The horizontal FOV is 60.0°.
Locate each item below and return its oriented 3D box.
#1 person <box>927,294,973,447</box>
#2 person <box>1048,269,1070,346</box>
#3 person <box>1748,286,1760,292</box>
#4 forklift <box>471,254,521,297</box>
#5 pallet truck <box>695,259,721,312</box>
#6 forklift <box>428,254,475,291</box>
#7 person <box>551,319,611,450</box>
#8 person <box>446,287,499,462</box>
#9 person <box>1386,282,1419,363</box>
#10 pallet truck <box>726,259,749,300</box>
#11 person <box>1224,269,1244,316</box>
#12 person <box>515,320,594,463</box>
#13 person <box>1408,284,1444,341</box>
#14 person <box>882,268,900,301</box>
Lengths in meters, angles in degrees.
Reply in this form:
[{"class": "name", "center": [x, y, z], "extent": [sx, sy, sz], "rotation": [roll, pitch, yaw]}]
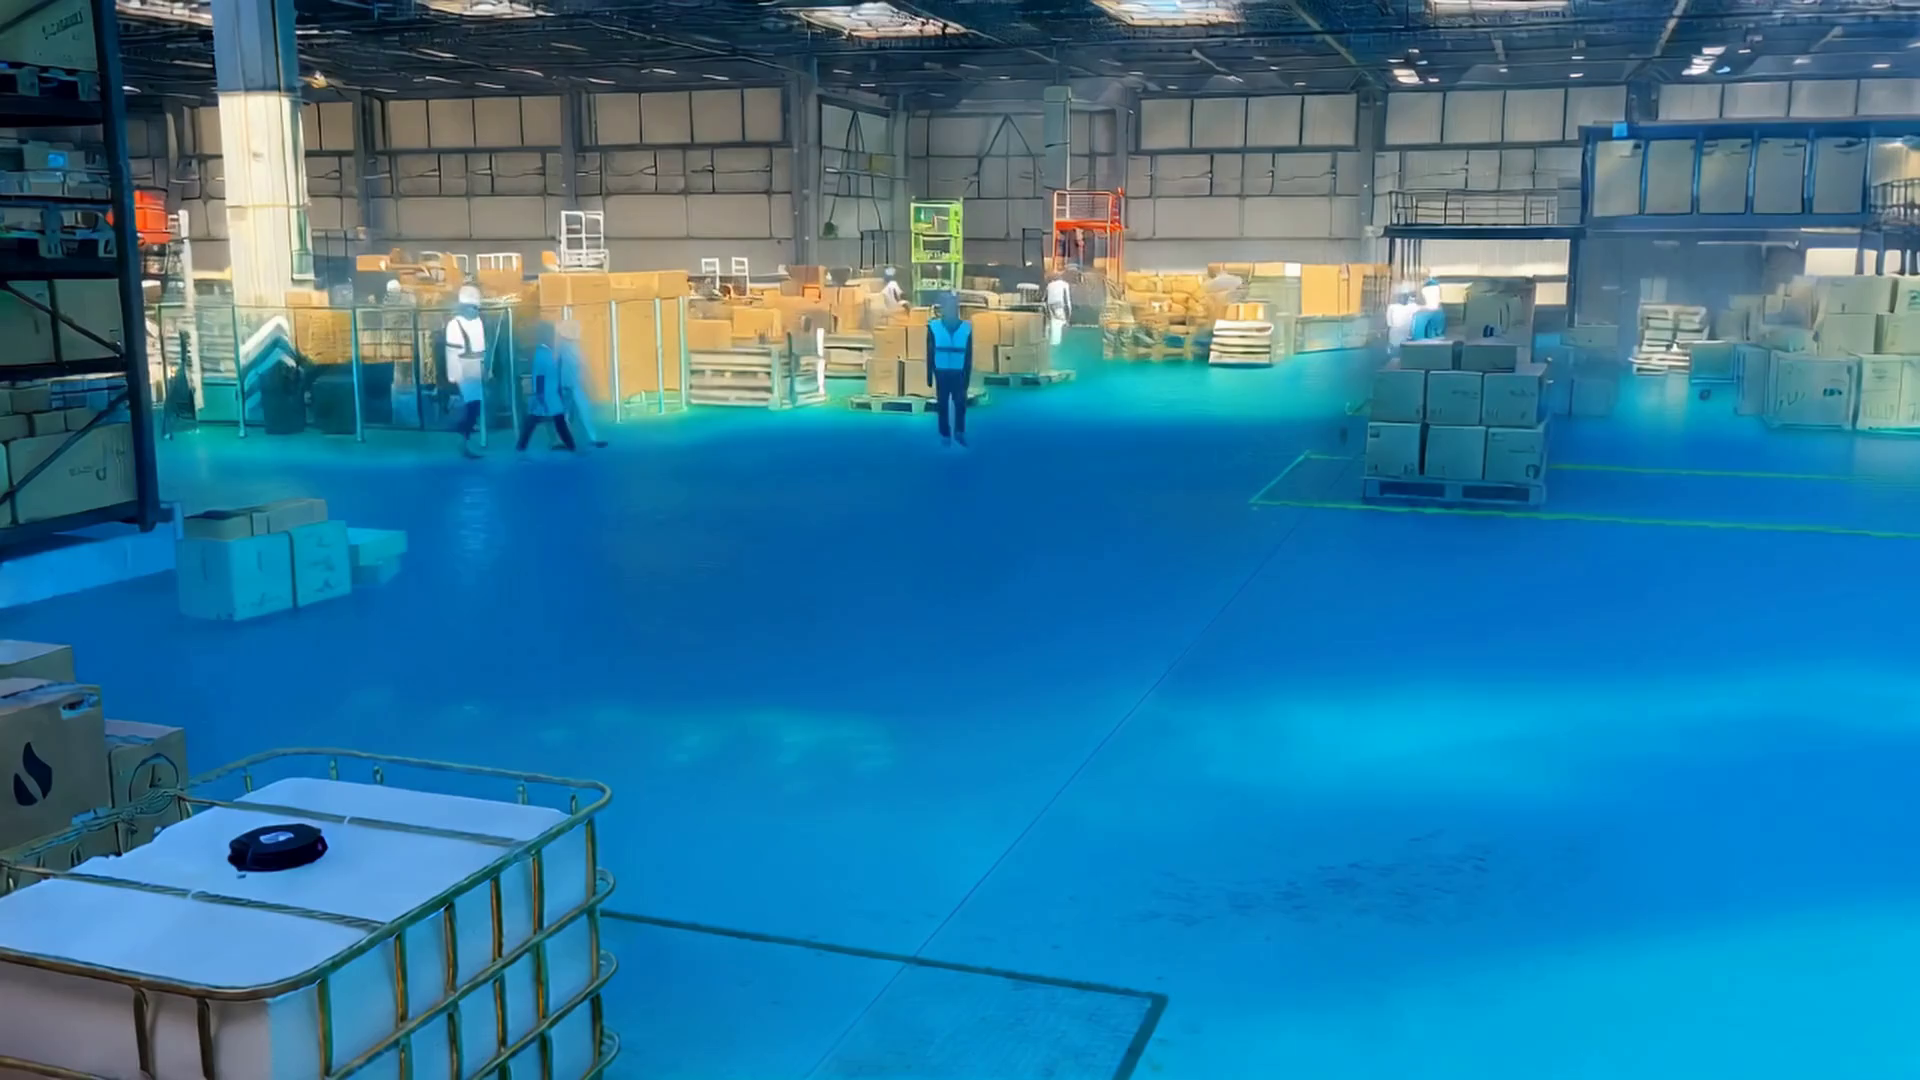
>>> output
[{"class": "person", "center": [-0.121, -2.089, 20.629], "extent": [0.591, 1.896, 0.626], "rotation": [-2, 10, -9]}, {"class": "person", "center": [2.432, -5.759, 41.214], "extent": [0.562, 1.918, 0.554], "rotation": [4, 11, 20]}, {"class": "person", "center": [27.441, -8.517, 57.547], "extent": [0.494, 1.624, 0.280], "rotation": [6, 12, 30]}, {"class": "forklift", "center": [-17.990, -10.121, 64.684], "extent": [1.157, 1.987, 2.680], "rotation": [3, 11, 17]}, {"class": "pallet truck", "center": [-9.165, -9.627, 62.776], "extent": [0.823, 1.965, 1.885], "rotation": [4, 11, 23]}, {"class": "forklift", "center": [-20.133, -10.254, 65.465], "extent": [1.157, 1.987, 2.680], "rotation": [3, 11, 19]}, {"class": "person", "center": [-4.652, -1.888, 20.309], "extent": [0.804, 1.596, 0.539], "rotation": [-4, 11, -20]}, {"class": "person", "center": [-5.625, -1.900, 19.185], "extent": [0.534, 2.020, 0.620], "rotation": [3, 10, 16]}, {"class": "person", "center": [7.176, -3.230, 27.041], "extent": [0.562, 1.882, 0.977], "rotation": [5, 11, 25]}, {"class": "pallet truck", "center": [-7.986, -9.493, 62.019], "extent": [0.823, 1.965, 1.885], "rotation": [3, 11, 17]}, {"class": "person", "center": [9.147, -8.171, 55.372], "extent": [0.553, 1.720, 0.495], "rotation": [2, 10, 12]}, {"class": "person", "center": [-4.721, -1.697, 19.089], "extent": [0.904, 1.643, 0.535], "rotation": [-2, 10, -12]}, {"class": "person", "center": [6.447, -2.539, 22.944], "extent": [0.361, 1.963, 0.612], "rotation": [-5, 11, -28]}, {"class": "person", "center": [-1.549, -5.115, 37.399], "extent": [0.393, 1.985, 0.611], "rotation": [-1, 10, -6]}]
